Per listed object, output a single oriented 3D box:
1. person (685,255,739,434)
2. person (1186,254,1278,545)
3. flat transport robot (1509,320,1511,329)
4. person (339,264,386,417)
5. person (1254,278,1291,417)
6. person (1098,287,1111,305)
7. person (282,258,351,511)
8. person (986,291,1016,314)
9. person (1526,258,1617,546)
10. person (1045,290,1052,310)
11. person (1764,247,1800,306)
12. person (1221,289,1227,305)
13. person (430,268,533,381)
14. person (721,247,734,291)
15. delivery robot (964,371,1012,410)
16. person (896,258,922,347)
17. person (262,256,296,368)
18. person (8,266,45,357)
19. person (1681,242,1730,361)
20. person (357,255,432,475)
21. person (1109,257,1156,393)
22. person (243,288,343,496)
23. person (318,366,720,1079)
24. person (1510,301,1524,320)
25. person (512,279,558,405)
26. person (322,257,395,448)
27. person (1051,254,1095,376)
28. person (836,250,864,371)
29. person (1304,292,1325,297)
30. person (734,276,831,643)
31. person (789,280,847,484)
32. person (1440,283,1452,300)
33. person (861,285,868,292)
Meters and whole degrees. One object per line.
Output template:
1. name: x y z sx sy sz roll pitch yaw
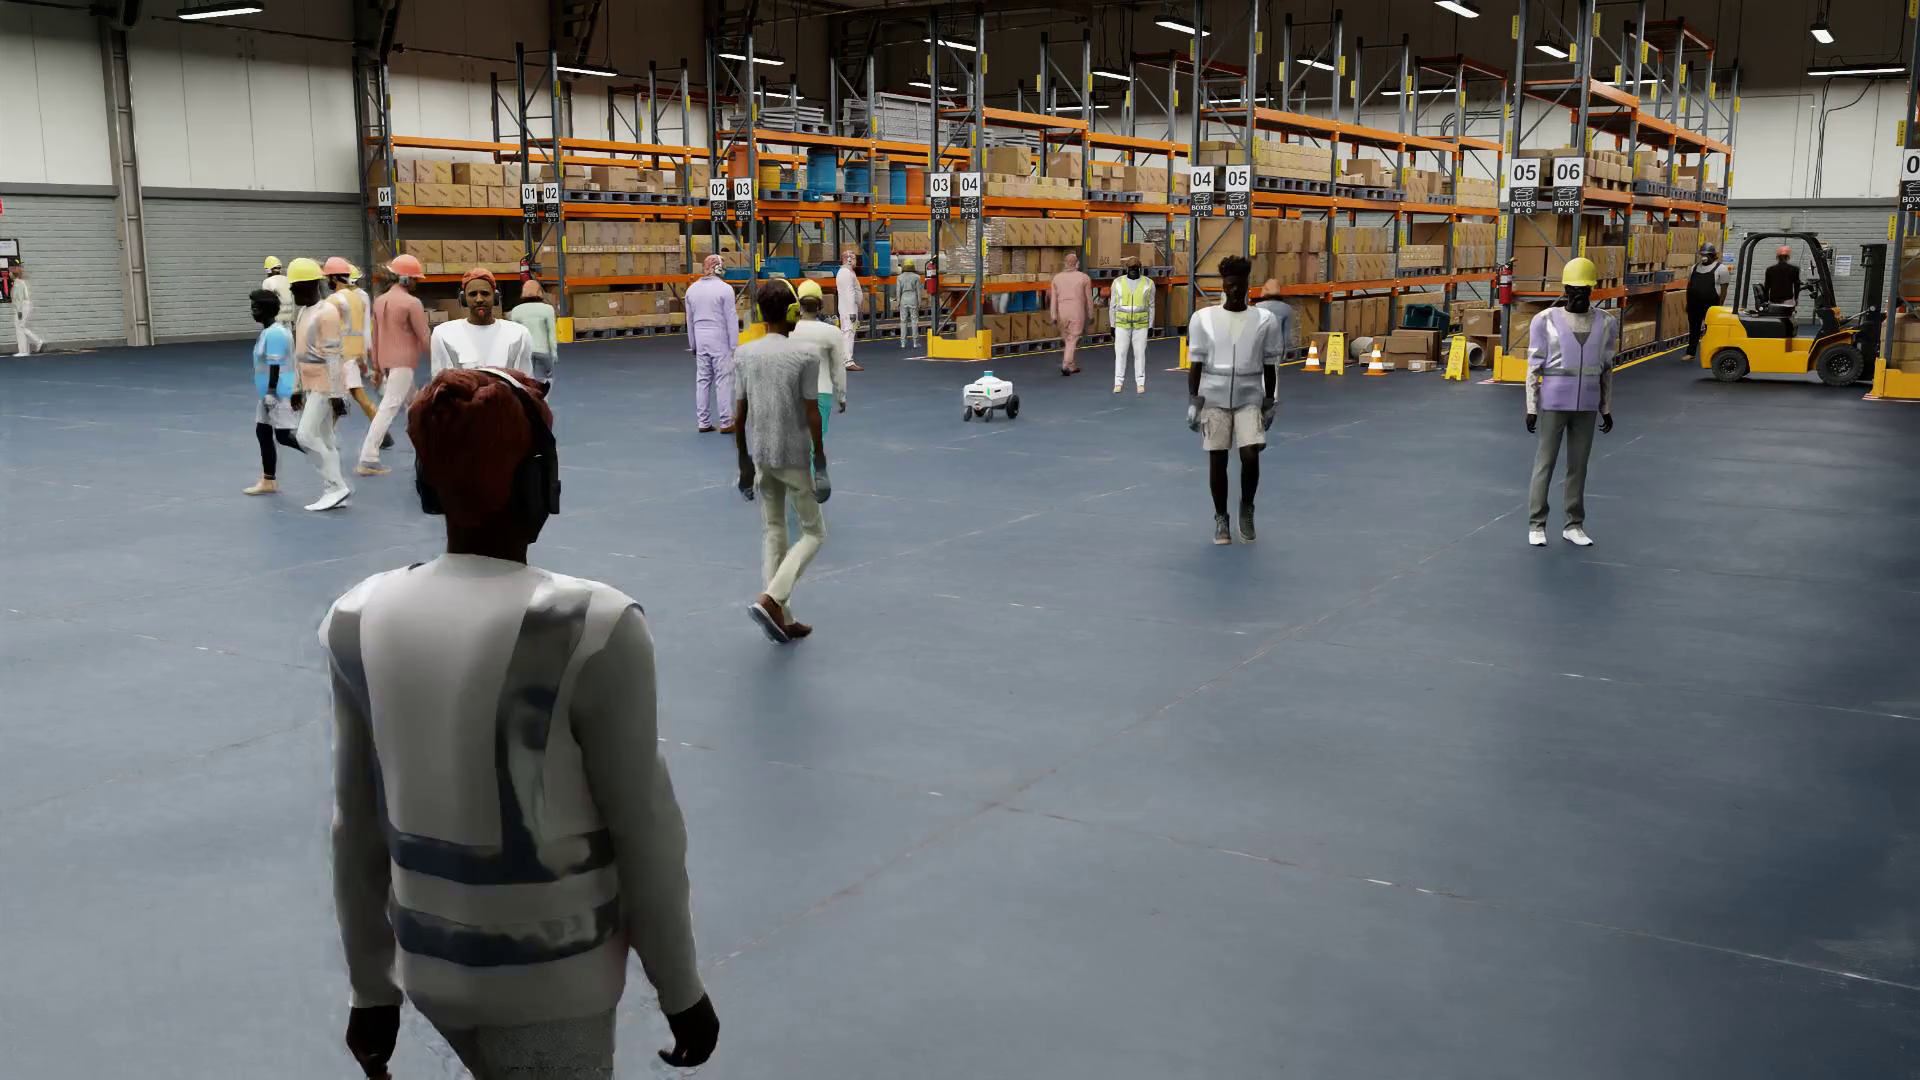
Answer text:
1. person: -2.603 -2.083 17.756 0.637 1.901 0.403 6 12 30
2. person: 1.817 -0.918 11.109 0.606 1.948 0.495 1 10 7
3. flat transport robot: 13.203 -5.084 39.120 0.652 0.197 1.431 3 11 17
4. person: -7.061 -2.344 19.520 0.902 1.796 0.604 -7 12 -36
5. person: 3.608 -2.233 19.386 0.519 1.614 0.389 -4 11 -21
6. person: 3.436 -5.671 38.506 0.534 1.670 0.814 3 11 16
7. person: -4.849 -1.152 12.499 0.433 1.910 0.596 -7 13 -36
8. person: 0.904 -5.135 34.835 0.637 1.913 0.844 4 11 23
9. person: 4.081 -0.910 11.106 0.593 1.925 0.384 0 10 -3
10. person: 1.914 -5.326 36.356 0.779 1.732 0.551 -10 14 -44
11. person: 15.867 -4.668 32.142 0.628 1.944 1.053 5 11 24
12. person: 4.086 -3.253 25.053 0.265 1.631 0.507 -3 11 -17
13. person: -2.731 -0.613 9.569 0.576 1.882 0.355 -4 11 -22
14. person: -5.998 -6.558 42.771 0.593 1.918 0.391 7 12 35
15. delivery robot: 0.328 -1.700 19.112 0.477 0.478 0.707 5 11 24
16. person: -0.984 -4.622 32.418 0.492 1.740 0.325 2 10 8
17. person: -10.198 -3.318 24.868 0.403 1.827 0.600 4 11 19
18. person: -16.749 -4.088 29.745 0.435 1.624 0.532 -4 11 -21
19. person: 12.687 -4.050 28.372 0.535 2.000 0.684 -8 13 -39
20. person: -4.944 -1.551 14.747 0.607 1.926 1.105 9 13 40
21. person: 2.329 -2.903 22.517 0.625 1.841 0.429 1 10 6
22. person: -5.406 -1.186 13.354 0.676 1.671 0.533 -7 12 -33
23. person: -0.717 0.667 2.509 0.575 1.851 0.892 5 11 27
24. person: 10.635 -4.644 31.859 0.476 1.987 0.793 8 13 39
25. person: -4.748 -2.100 18.624 0.519 1.617 0.350 1 10 5
26. person: -6.034 -1.822 16.334 0.996 1.888 0.565 1 10 6
27. person: 1.715 -3.460 25.598 0.637 1.867 0.988 5 11 27
28. person: -1.752 -3.657 26.536 0.409 1.913 0.642 -3 10 -15
29. person: 7.877 -5.466 36.670 0.641 1.913 0.407 7 12 33
30. person: -0.896 -0.374 8.291 0.539 1.860 0.506 5 11 27
31. person: -1.146 -1.126 12.829 0.552 1.726 0.861 0 10 2
32. person: 12.303 -6.383 41.769 0.486 1.921 0.649 8 13 37
33. person: -2.789 -7.228 46.192 0.617 2.030 0.573 6 12 30
